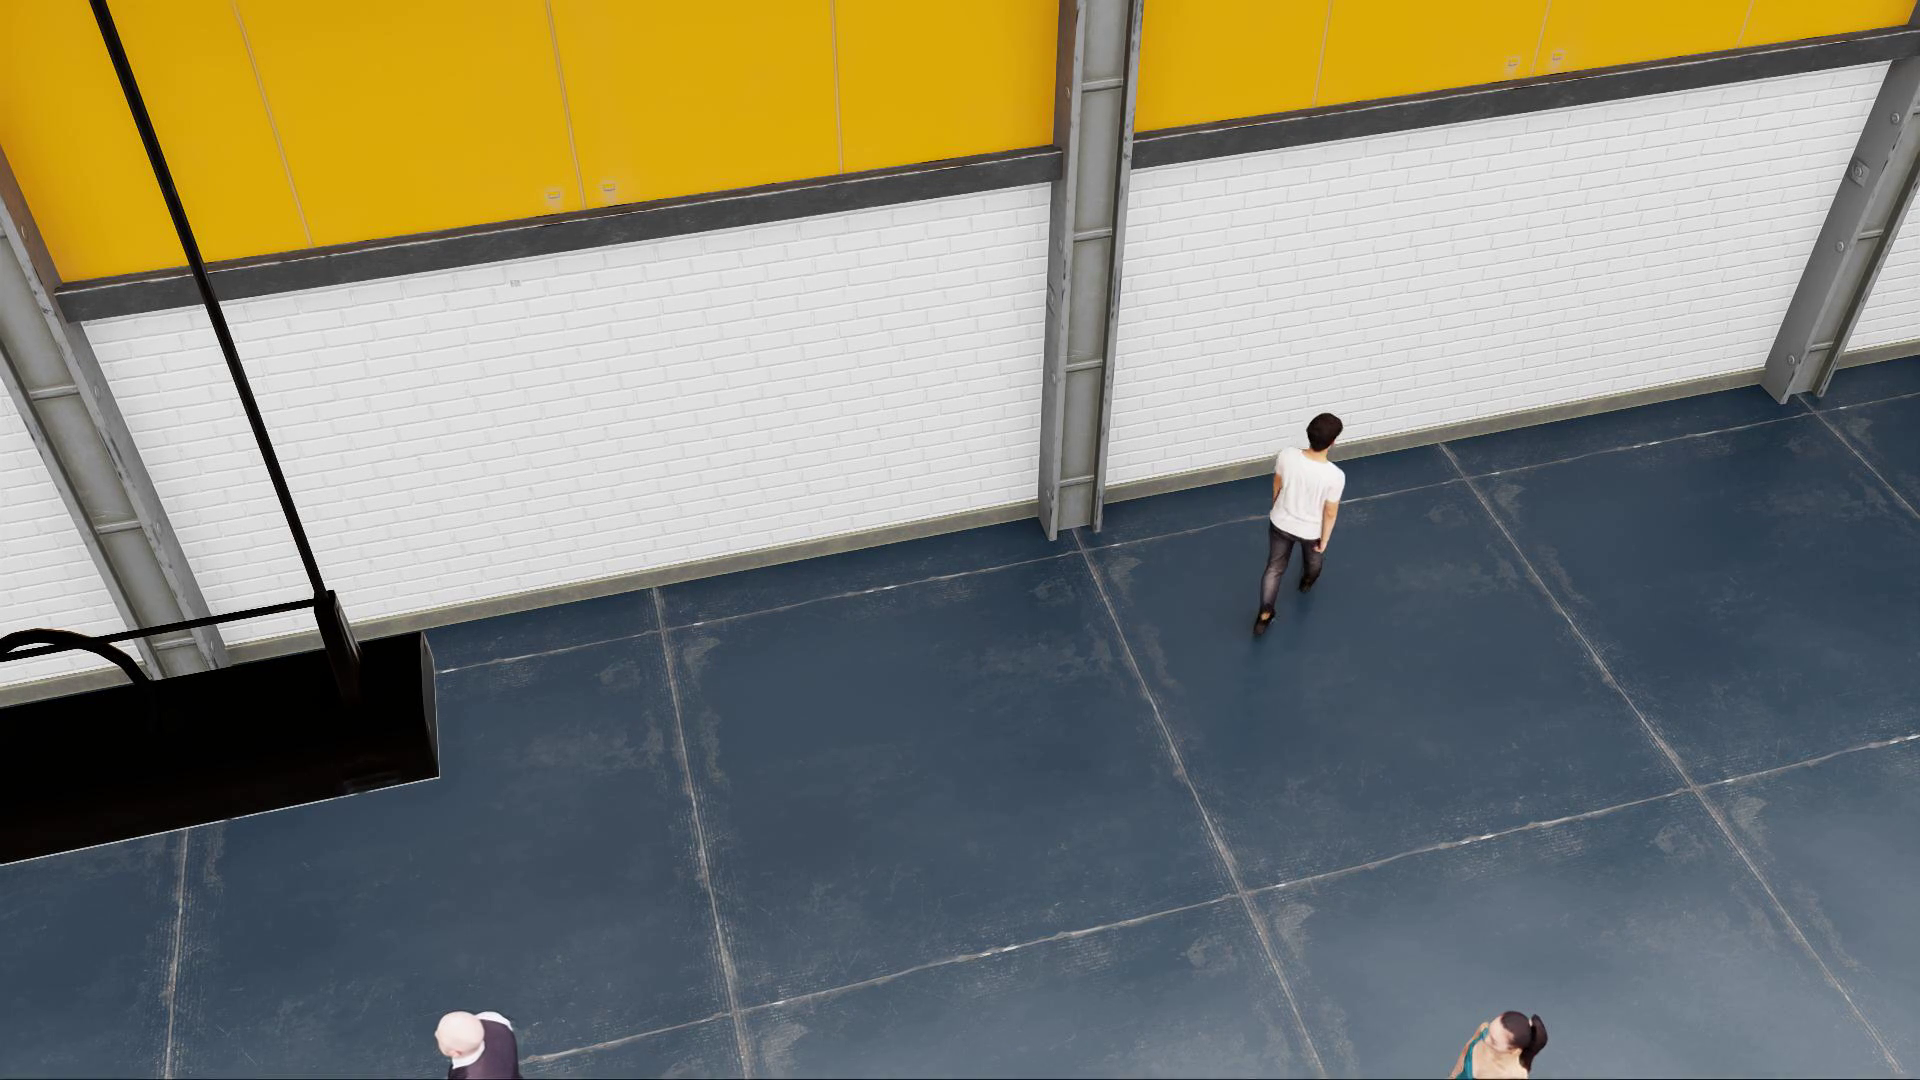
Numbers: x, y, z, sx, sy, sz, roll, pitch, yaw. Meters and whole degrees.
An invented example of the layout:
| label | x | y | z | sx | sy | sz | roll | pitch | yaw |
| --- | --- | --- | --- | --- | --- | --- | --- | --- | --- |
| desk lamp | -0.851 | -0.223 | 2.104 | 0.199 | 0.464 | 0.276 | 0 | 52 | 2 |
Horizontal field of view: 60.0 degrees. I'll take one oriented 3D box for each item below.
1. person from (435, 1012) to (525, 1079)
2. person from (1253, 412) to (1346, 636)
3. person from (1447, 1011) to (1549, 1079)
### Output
| label | x | y | z | sx | sy | sz | roll | pitch | yaw |
| --- | --- | --- | --- | --- | --- | --- | --- | --- | --- |
| person | -2.140 | 2.718 | 7.745 | 0.663 | 1.822 | 0.742 | -1 | 44 | -1 |
| person | 2.160 | -0.093 | 10.795 | 1.070 | 1.685 | 1.096 | 20 | 47 | 20 |
| person | 2.439 | 2.698 | 7.861 | 0.484 | 1.692 | 0.557 | -8 | 44 | -9 |
